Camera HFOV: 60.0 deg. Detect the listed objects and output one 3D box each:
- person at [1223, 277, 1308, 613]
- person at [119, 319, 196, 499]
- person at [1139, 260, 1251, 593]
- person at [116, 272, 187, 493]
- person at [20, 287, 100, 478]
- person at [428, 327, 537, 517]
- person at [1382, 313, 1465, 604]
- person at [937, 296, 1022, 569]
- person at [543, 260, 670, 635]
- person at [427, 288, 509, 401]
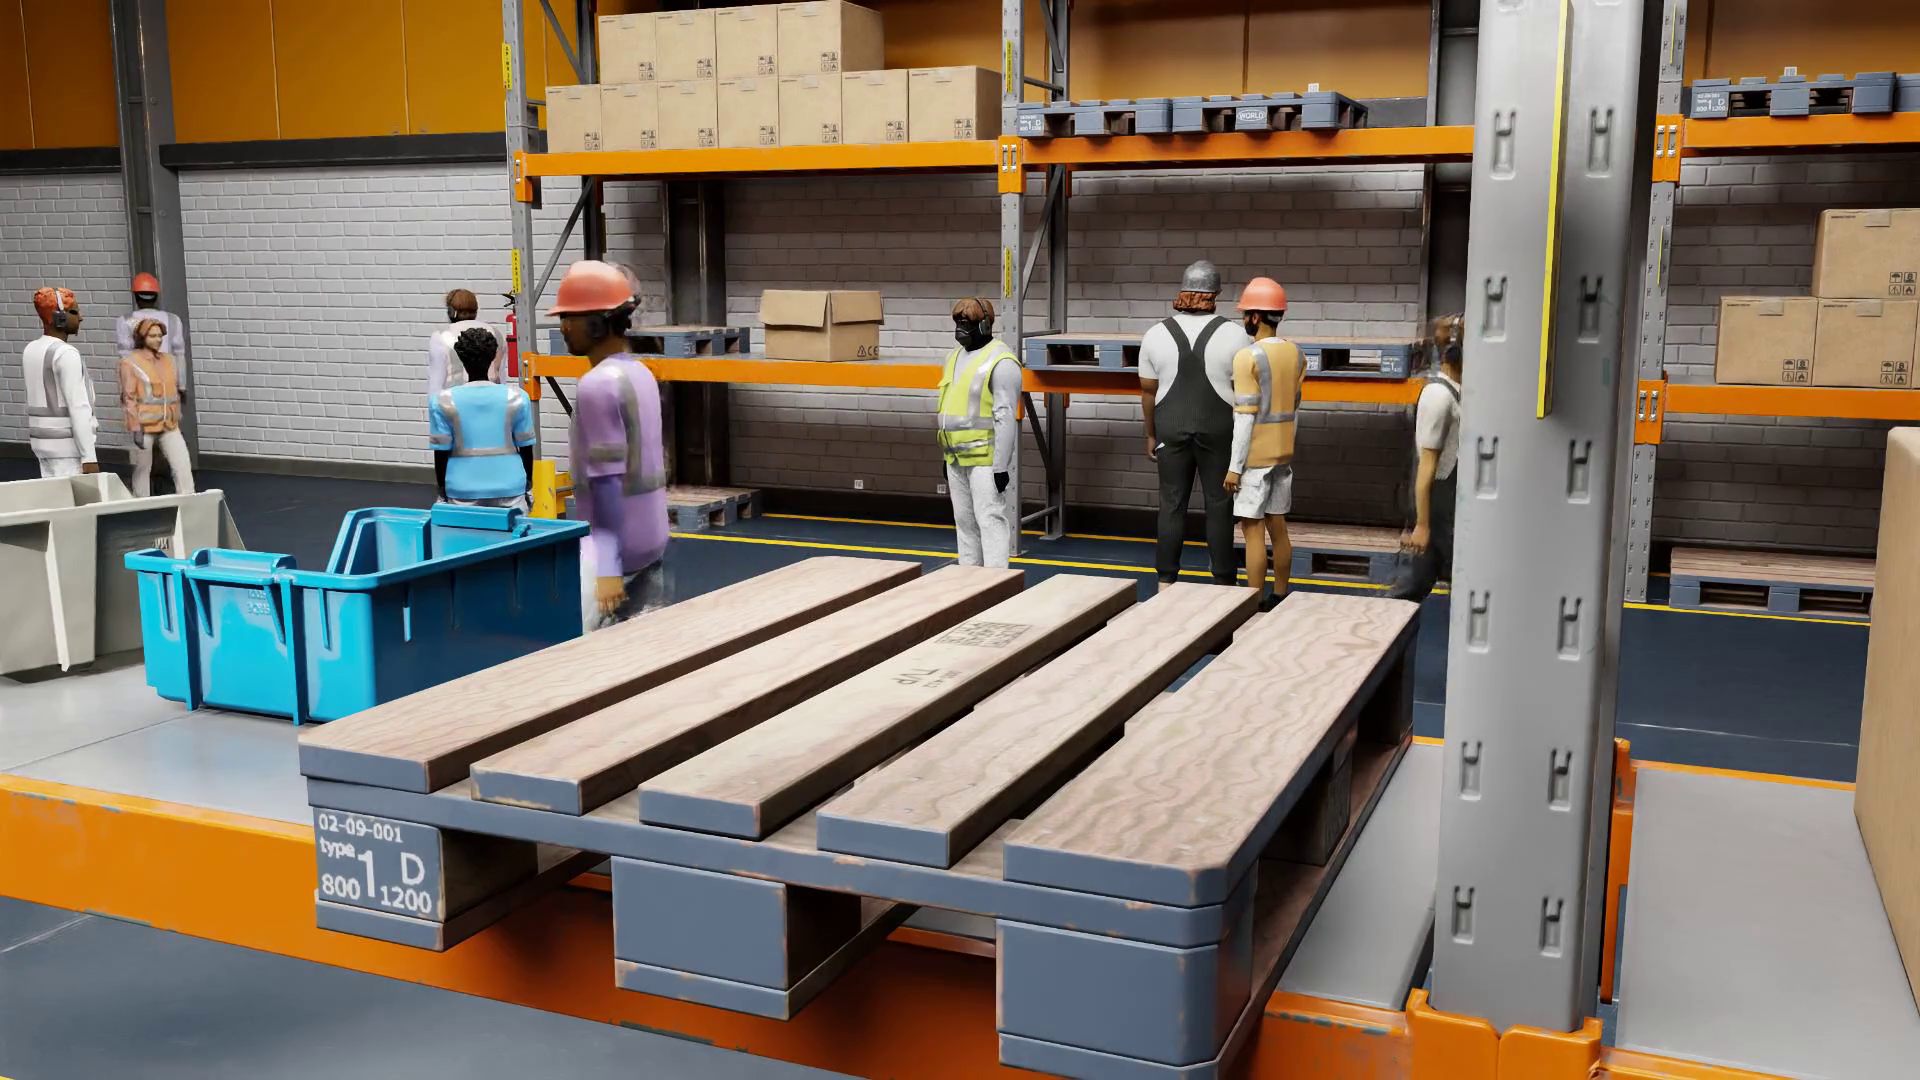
[{"bbox_3d":[1.651,-0.464,9.148,0.545,1.942,0.349,-9,13,-44],"label":"person"},{"bbox_3d":[-5.807,-0.799,12.132,0.789,1.601,0.535,4,10,25],"label":"person"},{"bbox_3d":[1.436,-0.660,10.026,0.681,2.000,0.538,3,10,19],"label":"person"},{"bbox_3d":[-7.106,-1.378,14.635,0.551,1.935,0.372,-8,13,-41],"label":"person"},{"bbox_3d":[-5.118,-0.500,9.536,0.584,1.882,0.347,7,12,37],"label":"person"},{"bbox_3d":[-2.436,-0.240,8.538,0.534,1.697,0.318,-4,10,-21],"label":"person"},{"bbox_3d":[2.183,-0.140,7.634,0.945,1.808,0.522,4,10,24],"label":"person"},{"bbox_3d":[0.091,-0.461,9.470,0.429,1.837,0.624,-6,11,-32],"label":"person"},{"bbox_3d":[-1.340,0.019,6.001,0.723,2.021,0.649,1,10,6],"label":"person"},{"bbox_3d":[-3.605,-0.917,12.193,0.429,1.835,0.631,8,13,41],"label":"person"}]
